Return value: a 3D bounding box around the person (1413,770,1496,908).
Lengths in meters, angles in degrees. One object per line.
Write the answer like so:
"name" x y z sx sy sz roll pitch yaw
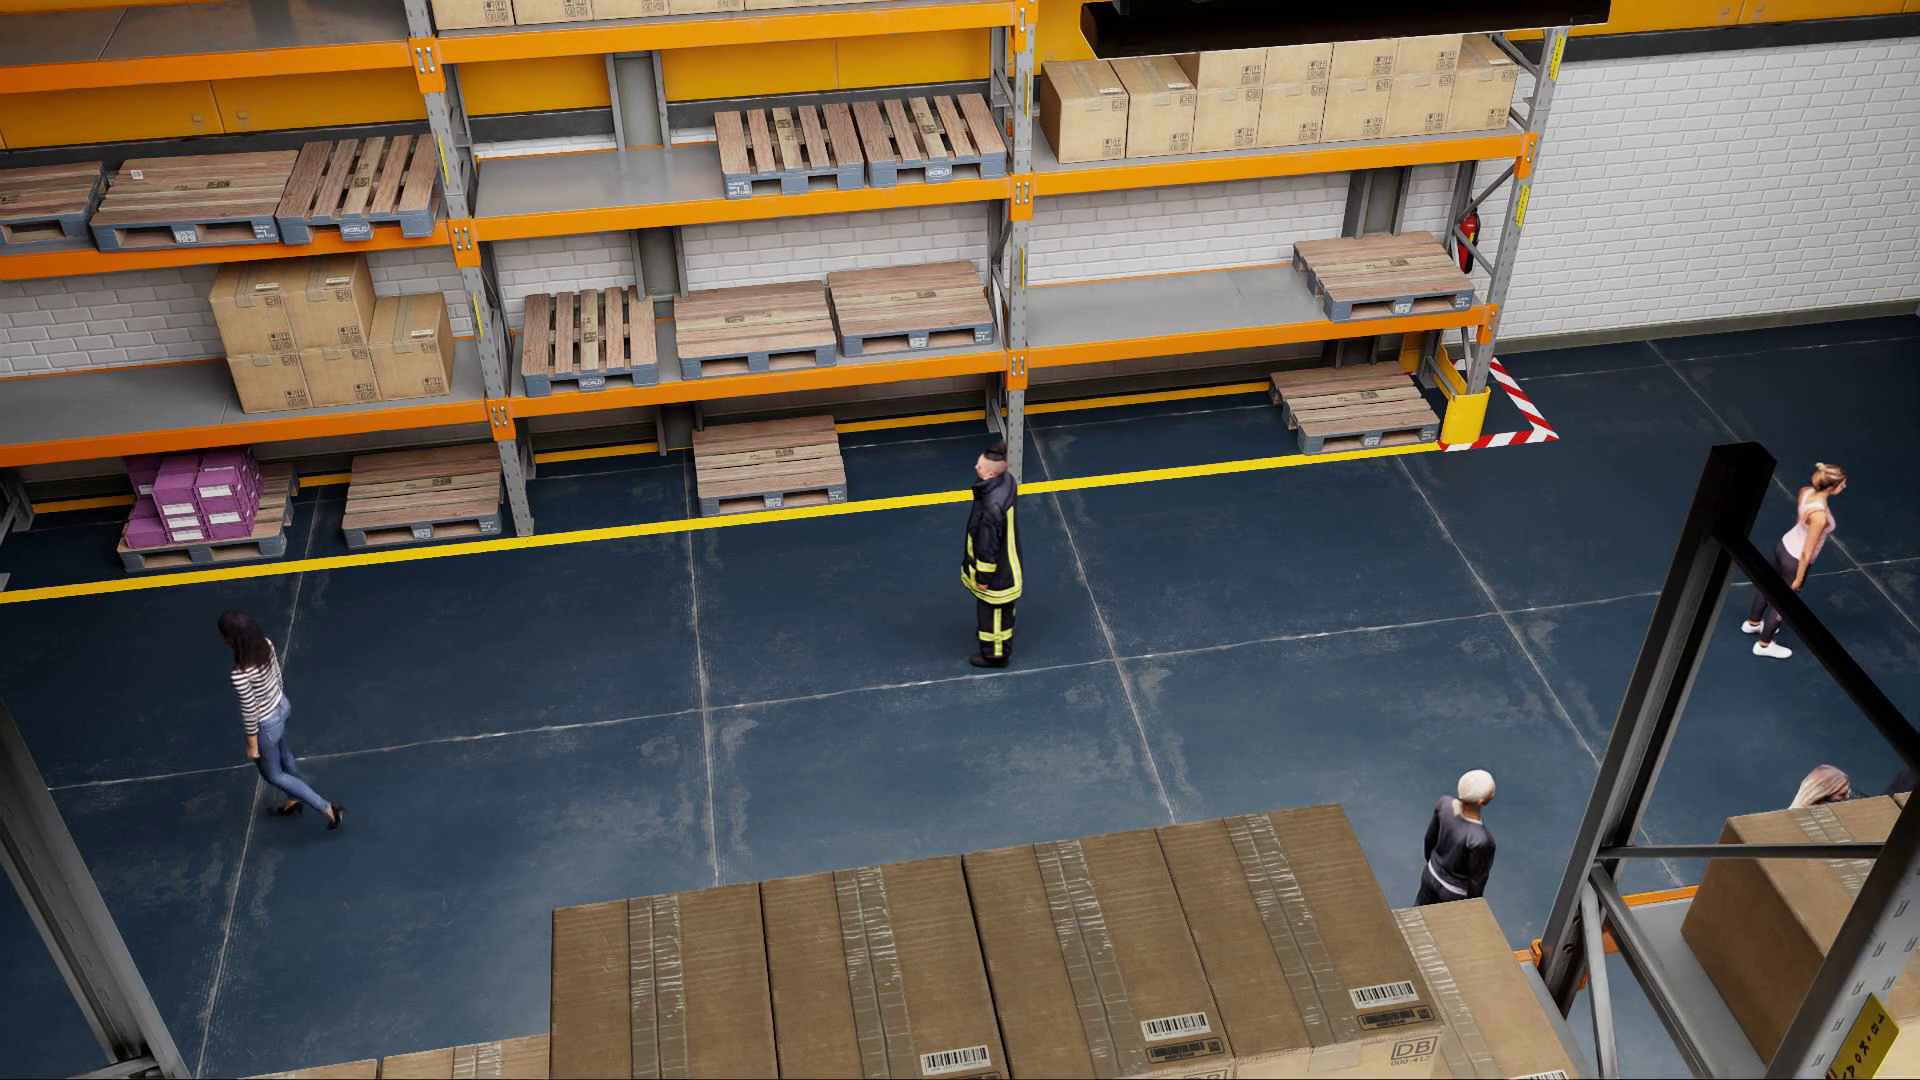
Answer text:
"person" 2.802 1.935 9.475 0.610 1.727 0.652 -17 42 -20

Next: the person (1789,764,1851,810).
"person" 4.703 1.870 9.611 1.067 1.659 1.070 28 46 31

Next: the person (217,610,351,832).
"person" -4.273 1.164 10.394 0.845 1.785 0.707 2 39 2

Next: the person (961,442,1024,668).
"person" 0.251 0.099 11.669 0.794 1.858 0.817 4 39 5

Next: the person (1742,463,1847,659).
"person" 5.916 0.118 11.810 0.617 1.653 0.633 3 39 4
